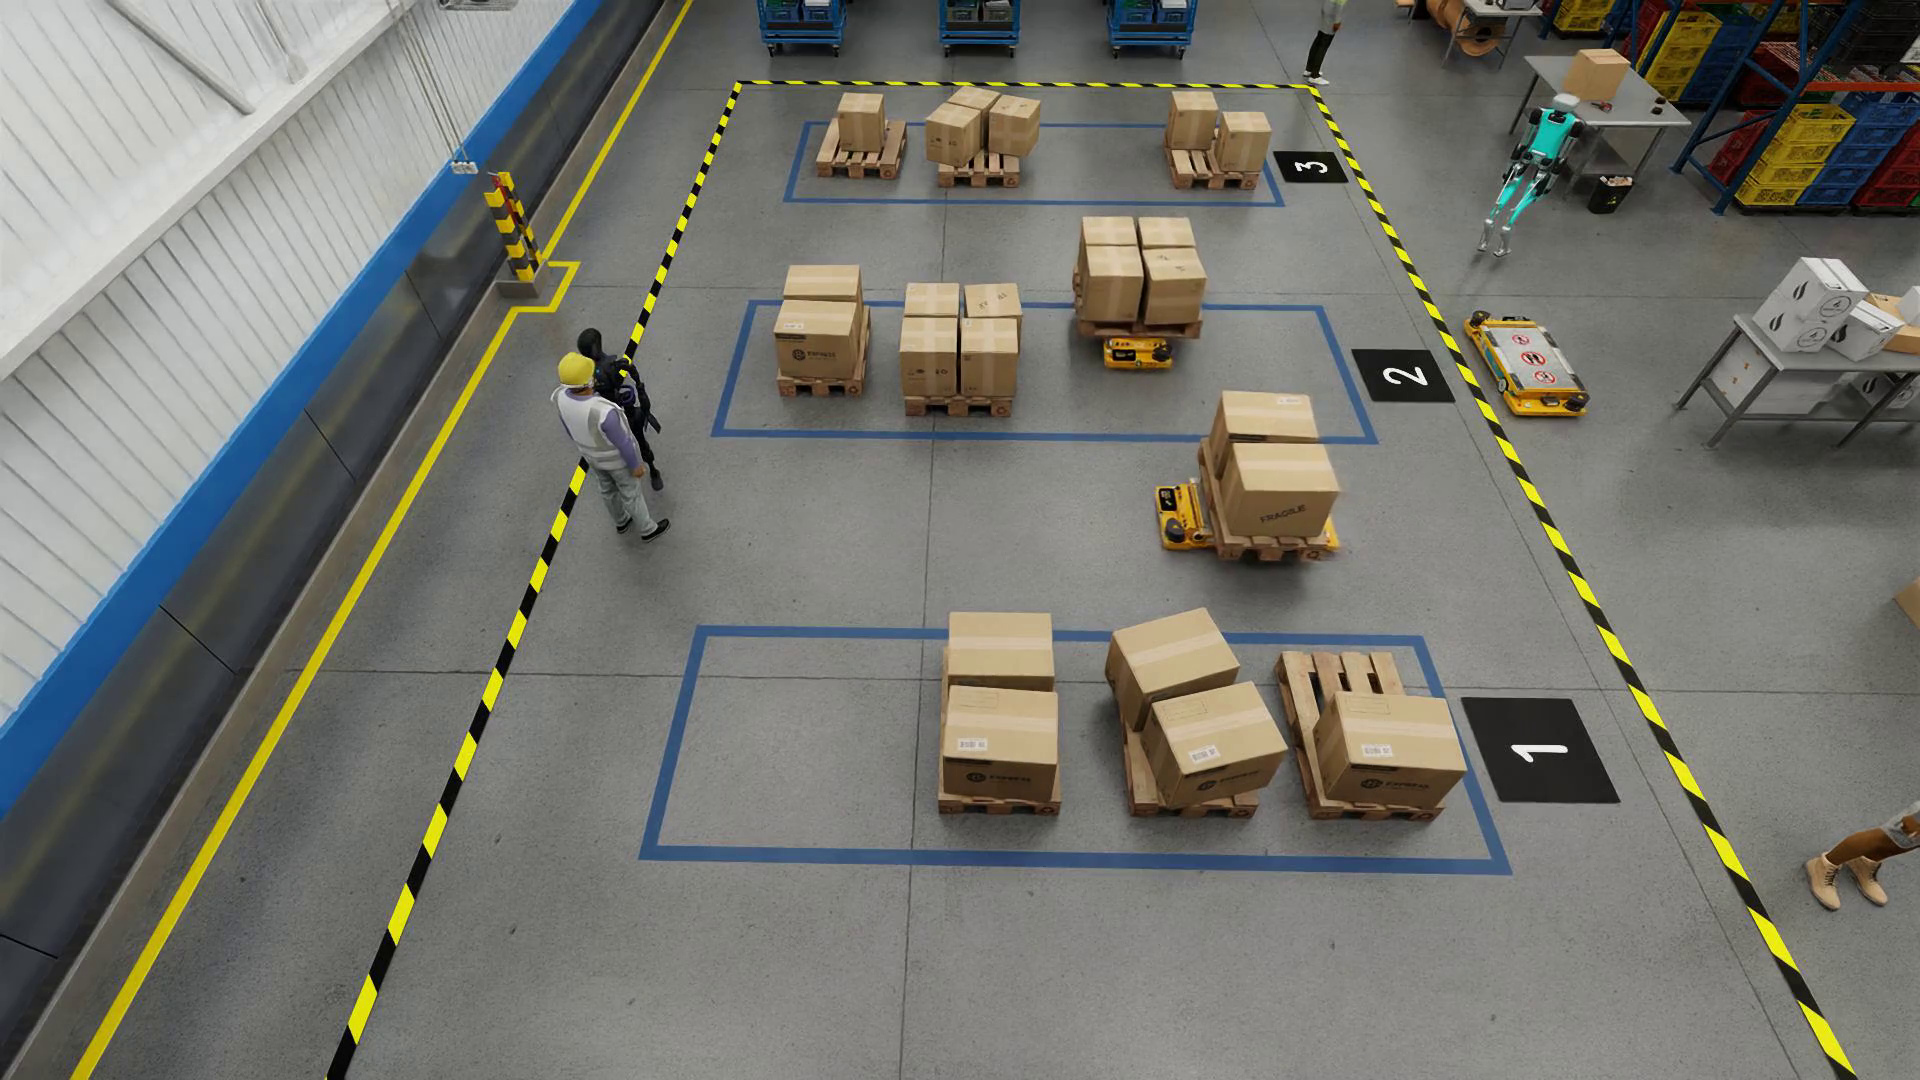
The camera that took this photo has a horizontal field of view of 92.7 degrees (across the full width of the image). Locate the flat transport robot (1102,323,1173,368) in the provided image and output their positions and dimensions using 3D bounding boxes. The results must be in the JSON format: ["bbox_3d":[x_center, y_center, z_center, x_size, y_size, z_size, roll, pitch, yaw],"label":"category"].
[{"bbox_3d":[1.784,-2.311,9.515,0.652,0.197,1.431,1,49,1],"label":"flat transport robot"}]

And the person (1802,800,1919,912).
[{"bbox_3d":[5.587,1.509,5.053,0.606,2.048,0.366,-2,49,-2],"label":"person"}]

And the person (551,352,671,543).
[{"bbox_3d":[-2.707,-0.690,7.092,0.599,1.836,0.404,21,52,17],"label":"person"}]

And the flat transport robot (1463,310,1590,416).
[{"bbox_3d":[5.573,-1.757,9.054,0.659,0.231,1.431,1,49,1],"label":"flat transport robot"}]

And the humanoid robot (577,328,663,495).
[{"bbox_3d":[-2.786,-1.029,7.484,0.599,1.655,0.315,-7,50,-6],"label":"humanoid robot"}]

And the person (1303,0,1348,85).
[{"bbox_3d":[5.295,-7.445,12.930,0.396,1.850,0.596,0,49,0],"label":"person"}]

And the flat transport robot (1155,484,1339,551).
[{"bbox_3d":[2.405,-0.224,7.709,1.431,0.197,0.652,1,49,1],"label":"flat transport robot"}]

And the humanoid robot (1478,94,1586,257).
[{"bbox_3d":[5.983,-3.807,9.769,0.735,1.676,0.533,-35,58,-27],"label":"humanoid robot"}]
